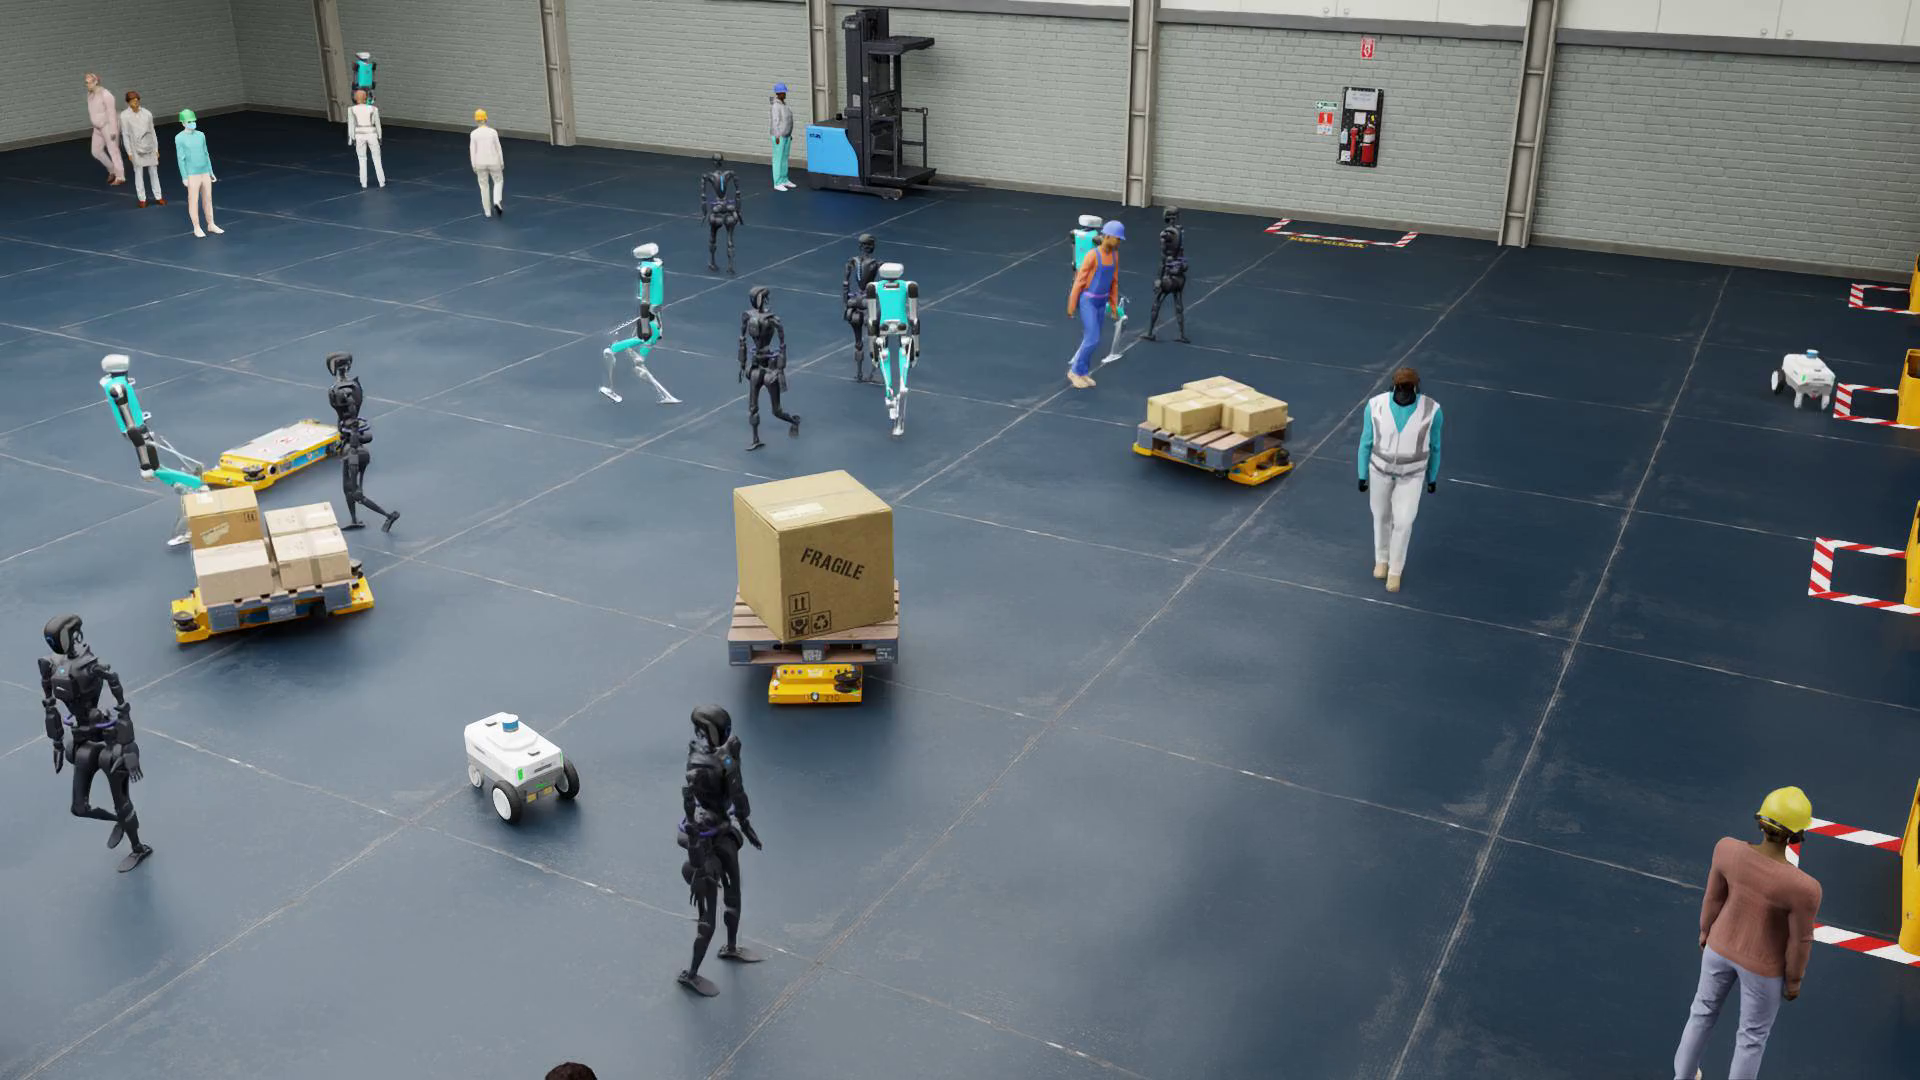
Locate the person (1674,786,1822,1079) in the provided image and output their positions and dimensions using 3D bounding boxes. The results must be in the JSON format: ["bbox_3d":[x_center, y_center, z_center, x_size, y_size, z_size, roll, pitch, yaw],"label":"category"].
[{"bbox_3d":[3.698,1.935,7.774,0.347,1.758,0.520,-16,28,-32],"label":"person"}]

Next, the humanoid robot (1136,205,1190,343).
[{"bbox_3d":[2.470,-3.172,19.786,0.646,1.632,0.609,15,27,30],"label":"humanoid robot"}]

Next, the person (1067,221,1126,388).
[{"bbox_3d":[1.481,-2.549,18.088,0.591,1.857,0.562,21,31,40],"label":"person"}]

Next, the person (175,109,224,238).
[{"bbox_3d":[-11.442,-5.503,24.941,0.346,1.874,0.520,14,27,29],"label":"person"}]

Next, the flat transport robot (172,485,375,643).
[{"bbox_3d":[-5.381,0.485,13.033,1.431,0.231,0.659,-11,26,-24],"label":"flat transport robot"}]

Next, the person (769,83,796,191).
[{"bbox_3d":[-3.025,-6.835,28.166,0.362,1.778,0.525,8,24,18],"label":"person"}]

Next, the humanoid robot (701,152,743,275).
[{"bbox_3d":[-3.300,-4.526,22.932,0.591,1.638,0.644,-10,25,-21],"label":"humanoid robot"}]

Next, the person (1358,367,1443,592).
[{"bbox_3d":[3.476,-0.478,13.307,0.632,1.817,0.746,10,25,21],"label":"person"}]

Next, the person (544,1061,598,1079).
[{"bbox_3d":[-1.334,2.636,5.938,0.399,1.919,0.589,16,28,33],"label":"person"}]

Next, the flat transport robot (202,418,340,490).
[{"bbox_3d":[-6.553,-0.837,16.112,0.659,0.231,1.431,9,25,20],"label":"flat transport robot"}]

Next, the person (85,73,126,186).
[{"bbox_3d":[-14.625,-7.002,28.408,0.658,1.890,0.430,12,26,26],"label":"person"}]

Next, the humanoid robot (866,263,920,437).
[{"bbox_3d":[-0.679,-1.835,16.619,0.548,1.739,1.051,1,23,2],"label":"humanoid robot"}]

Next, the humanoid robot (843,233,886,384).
[{"bbox_3d":[-1.058,-2.525,18.267,0.612,1.644,0.468,12,26,27],"label":"humanoid robot"}]

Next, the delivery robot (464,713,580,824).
[{"bbox_3d":[-2.813,1.398,10.542,0.499,0.592,0.774,-21,31,-40],"label":"delivery robot"}]

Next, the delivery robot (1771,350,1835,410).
[{"bbox_3d":[9.100,-1.753,17.878,0.499,0.592,0.774,4,23,8],"label":"delivery robot"}]

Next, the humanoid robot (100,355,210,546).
[{"bbox_3d":[-6.676,-0.714,14.006,0.786,1.804,0.531,-12,26,-25],"label":"humanoid robot"}]

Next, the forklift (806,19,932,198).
[{"bbox_3d":[-1.573,-7.292,27.850,1.873,2.768,1.129,12,26,25],"label":"forklift"}]

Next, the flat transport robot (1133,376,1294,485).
[{"bbox_3d":[2.455,-0.857,16.159,1.431,0.231,0.659,20,30,39],"label":"flat transport robot"}]

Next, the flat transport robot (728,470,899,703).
[{"bbox_3d":[-1.057,0.794,12.314,0.659,0.231,1.431,-1,23,-2],"label":"flat transport robot"}]

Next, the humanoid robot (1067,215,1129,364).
[{"bbox_3d":[1.642,-2.848,18.960,0.865,1.769,0.530,-16,28,-33],"label":"humanoid robot"}]

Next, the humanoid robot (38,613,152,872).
[{"bbox_3d":[-4.984,1.165,9.666,0.600,1.652,0.416,5,24,12],"label":"humanoid robot"}]

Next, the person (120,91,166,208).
[{"bbox_3d":[-13.221,-6.314,26.888,0.515,1.829,0.364,-17,29,-35],"label":"person"}]

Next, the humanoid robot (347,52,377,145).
[{"bbox_3d":[-11.683,-8.551,32.218,0.836,1.775,0.621,14,27,29],"label":"humanoid robot"}]

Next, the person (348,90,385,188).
[{"bbox_3d":[-10.109,-6.831,28.341,0.509,1.629,0.314,-6,24,-14],"label":"person"}]

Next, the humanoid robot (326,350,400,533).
[{"bbox_3d":[-5.215,-0.833,14.348,0.537,1.664,0.603,-13,26,-27],"label":"humanoid robot"}]

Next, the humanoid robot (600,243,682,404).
[{"bbox_3d":[-3.522,-2.259,17.608,1.000,1.777,0.531,3,23,7],"label":"humanoid robot"}]

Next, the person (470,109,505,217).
[{"bbox_3d":[-7.413,-5.906,26.109,0.508,1.682,0.422,-5,24,-12],"label":"person"}]

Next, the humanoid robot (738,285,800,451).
[{"bbox_3d":[-1.896,-1.728,16.419,0.612,1.634,0.643,14,27,30],"label":"humanoid robot"}]

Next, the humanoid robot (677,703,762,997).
[{"bbox_3d":[-1.283,1.585,8.691,0.365,1.651,0.583,8,25,19],"label":"humanoid robot"}]
